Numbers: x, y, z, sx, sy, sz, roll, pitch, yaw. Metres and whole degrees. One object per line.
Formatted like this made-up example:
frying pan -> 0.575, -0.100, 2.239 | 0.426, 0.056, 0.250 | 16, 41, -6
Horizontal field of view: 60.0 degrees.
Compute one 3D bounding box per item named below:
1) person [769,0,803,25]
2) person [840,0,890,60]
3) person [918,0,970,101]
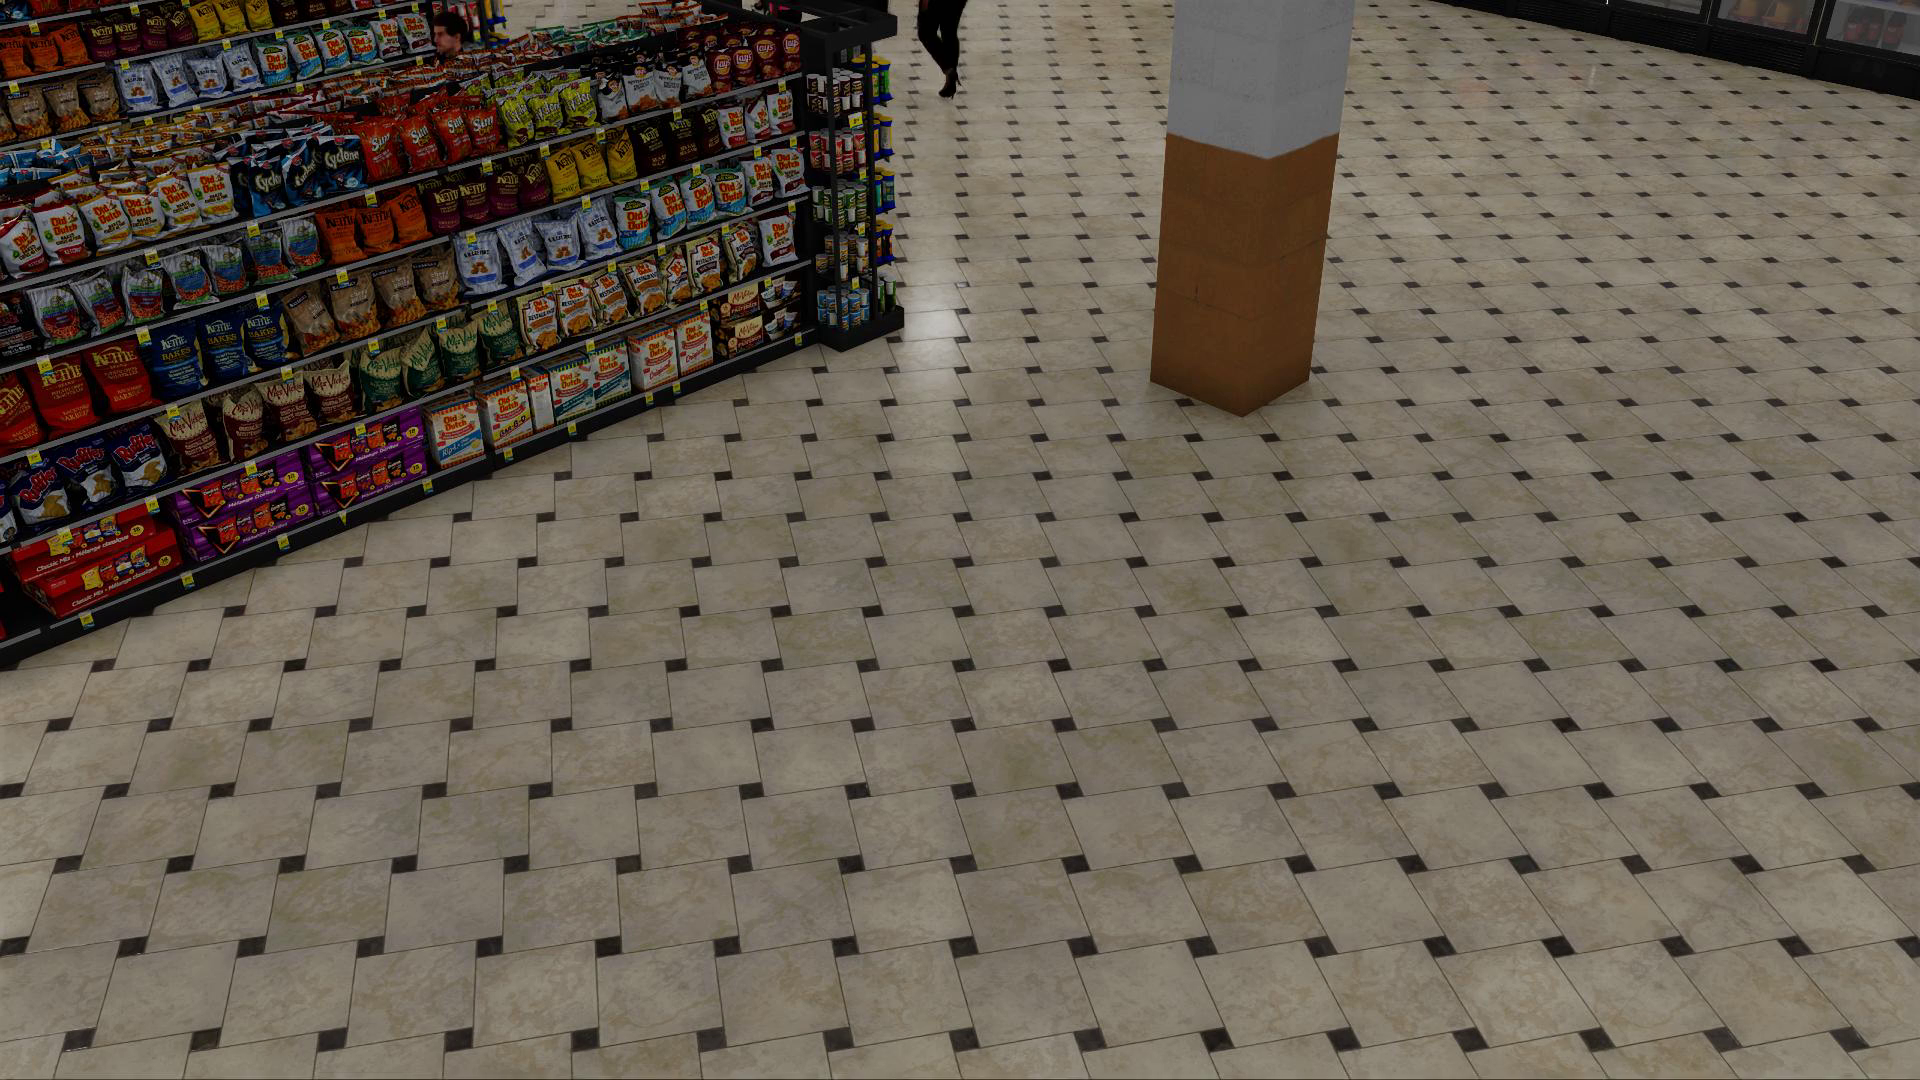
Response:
person -> -1.483, -4.488, 14.204 | 0.703, 1.722, 0.605 | 12, 34, 18
person -> -0.844, -4.389, 13.875 | 1.292, 1.901, 1.266 | -5, 32, -8
person -> -0.076, -4.684, 14.415 | 0.771, 1.831, 0.796 | -20, 37, -29
